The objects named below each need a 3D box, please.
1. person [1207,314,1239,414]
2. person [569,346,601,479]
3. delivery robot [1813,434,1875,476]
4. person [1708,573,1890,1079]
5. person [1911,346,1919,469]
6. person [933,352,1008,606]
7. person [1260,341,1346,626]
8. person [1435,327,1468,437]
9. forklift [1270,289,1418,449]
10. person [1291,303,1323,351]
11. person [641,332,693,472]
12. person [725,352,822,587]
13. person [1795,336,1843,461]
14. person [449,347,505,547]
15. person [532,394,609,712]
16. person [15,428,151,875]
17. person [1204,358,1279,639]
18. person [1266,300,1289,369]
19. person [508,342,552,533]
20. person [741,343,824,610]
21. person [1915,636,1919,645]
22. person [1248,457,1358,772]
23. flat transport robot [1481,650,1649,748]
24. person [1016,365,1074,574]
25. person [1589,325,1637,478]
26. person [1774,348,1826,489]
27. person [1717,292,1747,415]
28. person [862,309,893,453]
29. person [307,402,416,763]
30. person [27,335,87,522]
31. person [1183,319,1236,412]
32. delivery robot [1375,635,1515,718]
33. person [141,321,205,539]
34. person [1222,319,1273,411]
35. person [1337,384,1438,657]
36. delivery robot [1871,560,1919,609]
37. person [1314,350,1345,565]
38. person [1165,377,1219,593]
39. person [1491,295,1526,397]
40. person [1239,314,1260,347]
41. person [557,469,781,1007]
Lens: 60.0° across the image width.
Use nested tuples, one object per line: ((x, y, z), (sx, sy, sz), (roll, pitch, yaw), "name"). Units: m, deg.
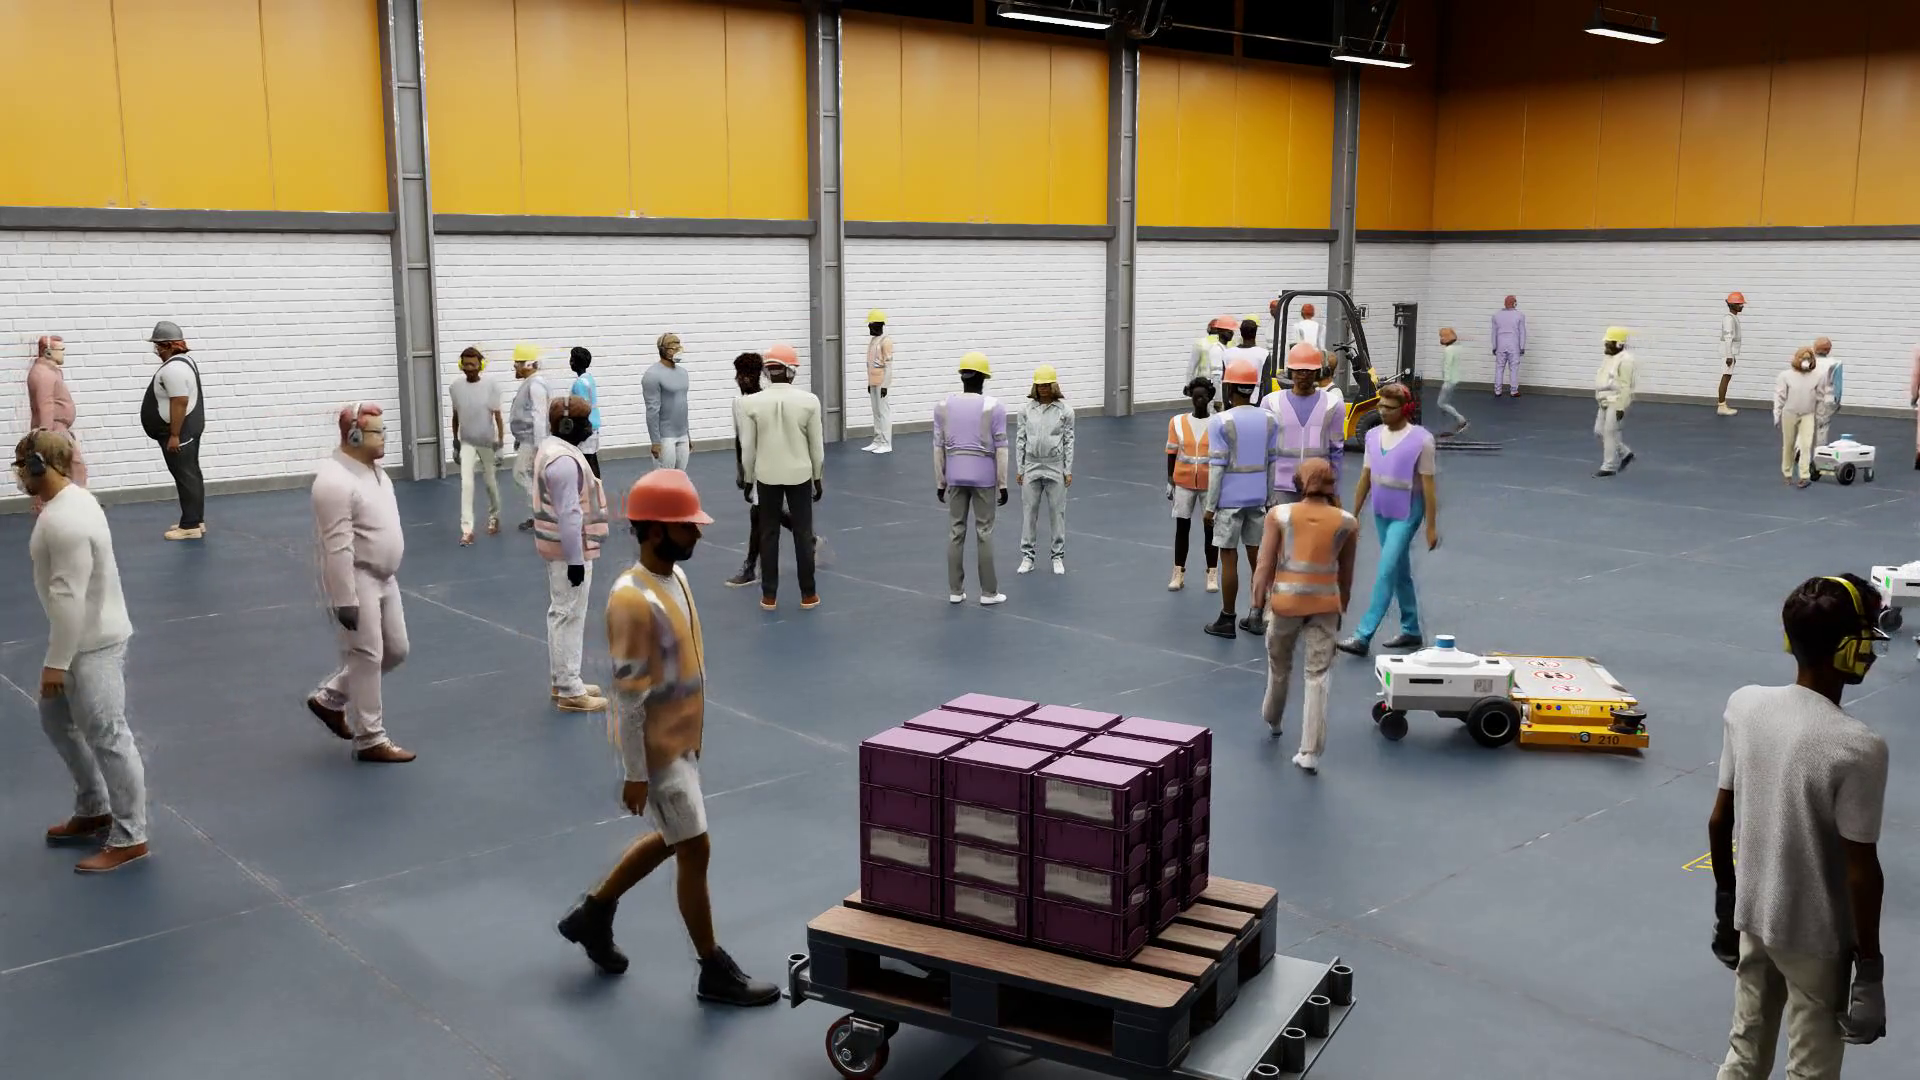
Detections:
((3.170, -1.755, 20.123), (0.376, 1.934, 0.547), (3, 10, 18), "person")
((-3.930, -1.175, 17.422), (0.322, 1.697, 0.533), (0, 10, -2), "person")
((10.320, -0.990, 19.403), (0.707, 0.478, 0.477), (-5, 11, -26), "delivery robot")
((2.109, 1.003, 4.176), (0.315, 1.866, 0.534), (-3, 10, -17), "person")
((12.140, -1.806, 20.579), (0.663, 1.885, 0.805), (6, 11, 32), "person")
((0.093, -0.458, 12.584), (0.585, 1.916, 0.388), (4, 10, 20), "person")
((2.413, -0.388, 11.811), (0.610, 2.041, 0.381), (1, 10, 7), "person")
((7.113, -2.273, 24.082), (0.416, 1.618, 0.519), (4, 10, 20), "person")
((5.034, -2.339, 22.783), (2.313, 2.155, 1.214), (3, 10, 16), "forklift")
((5.698, -2.974, 27.452), (0.599, 1.865, 0.423), (-3, 10, -15), "person")
((-2.672, -0.941, 15.348), (0.367, 1.939, 0.634), (4, 10, 21), "person")
((-1.522, -0.611, 13.576), (0.637, 1.902, 1.048), (9, 13, 42), "person")
((10.866, -1.761, 21.054), (0.535, 1.628, 0.533), (7, 12, 37), "person")
((-4.480, -0.893, 15.479), (0.526, 1.817, 0.986), (-1, 10, -4), "person")
((-2.260, 0.072, 9.702), (0.429, 1.841, 0.633), (-3, 10, -18), "person")
((-3.826, 0.475, 7.202), (0.513, 1.914, 0.684), (-6, 11, -30), "person")
((1.925, -0.285, 11.508), (0.542, 1.938, 0.357), (-4, 11, -24), "person")
((5.456, -3.205, 28.759), (0.354, 1.885, 0.573), (-4, 10, -20), "person")
((-4.142, -0.977, 15.923), (0.481, 1.818, 0.605), (-3, 10, -18), "person")
((-1.317, -0.465, 12.415), (0.610, 1.989, 0.392), (0, 10, -2), "person")
((6.405, -0.027, 10.570), (0.402, 1.731, 0.578), (3, 10, 17), "person")
((1.781, 0.361, 8.738), (0.566, 1.598, 0.775), (1, 10, 4), "person")
((3.418, 0.888, 9.516), (0.652, 0.197, 1.431), (1, 10, 8), "flat transport robot")
((0.702, -0.581, 13.814), (0.487, 1.744, 0.294), (1, 10, 8), "person")
((7.794, -1.632, 19.731), (0.507, 1.818, 0.613), (0, 10, -1), "person")
((9.537, -1.379, 18.896), (0.525, 1.585, 0.858), (3, 10, 19), "person")
((12.843, -3.101, 27.686), (0.377, 2.044, 0.608), (5, 11, 27), "person")
((-1.096, -2.128, 22.329), (0.363, 1.928, 0.587), (-5, 11, -26), "person")
((-3.150, 0.227, 8.642), (0.528, 1.891, 0.655), (1, 10, 3), "person")
((-8.665, -1.041, 16.116), (0.727, 1.885, 0.649), (-6, 12, -33), "person")
((3.410, -2.110, 22.681), (0.702, 1.782, 0.929), (-3, 10, -19), "person")
((2.652, 0.765, 9.131), (0.707, 0.478, 0.477), (1, 10, 5), "delivery robot")
((-7.366, -1.030, 15.571), (0.535, 2.000, 0.684), (-2, 10, -14), "person")
((3.266, -1.549, 18.961), (0.590, 1.922, 0.391), (5, 11, 28), "person")
((2.778, -0.126, 10.980), (0.931, 1.792, 0.605), (-5, 11, -27), "person")
((6.851, 0.318, 11.748), (0.707, 0.478, 0.477), (2, 10, 11), "delivery robot")
((3.093, -0.697, 14.192), (0.350, 1.847, 0.506), (-1, 10, -7), "person")
((1.873, -0.433, 13.073), (0.535, 1.700, 0.318), (3, 10, 14), "person")
((10.284, -3.626, 31.164), (0.640, 1.909, 0.409), (7, 12, 35), "person")
((4.360, -2.516, 25.087), (0.316, 1.765, 0.523), (-2, 10, -13), "person")
((-1.069, 0.693, 5.867), (0.834, 1.913, 0.557), (1, 10, 7), "person")
